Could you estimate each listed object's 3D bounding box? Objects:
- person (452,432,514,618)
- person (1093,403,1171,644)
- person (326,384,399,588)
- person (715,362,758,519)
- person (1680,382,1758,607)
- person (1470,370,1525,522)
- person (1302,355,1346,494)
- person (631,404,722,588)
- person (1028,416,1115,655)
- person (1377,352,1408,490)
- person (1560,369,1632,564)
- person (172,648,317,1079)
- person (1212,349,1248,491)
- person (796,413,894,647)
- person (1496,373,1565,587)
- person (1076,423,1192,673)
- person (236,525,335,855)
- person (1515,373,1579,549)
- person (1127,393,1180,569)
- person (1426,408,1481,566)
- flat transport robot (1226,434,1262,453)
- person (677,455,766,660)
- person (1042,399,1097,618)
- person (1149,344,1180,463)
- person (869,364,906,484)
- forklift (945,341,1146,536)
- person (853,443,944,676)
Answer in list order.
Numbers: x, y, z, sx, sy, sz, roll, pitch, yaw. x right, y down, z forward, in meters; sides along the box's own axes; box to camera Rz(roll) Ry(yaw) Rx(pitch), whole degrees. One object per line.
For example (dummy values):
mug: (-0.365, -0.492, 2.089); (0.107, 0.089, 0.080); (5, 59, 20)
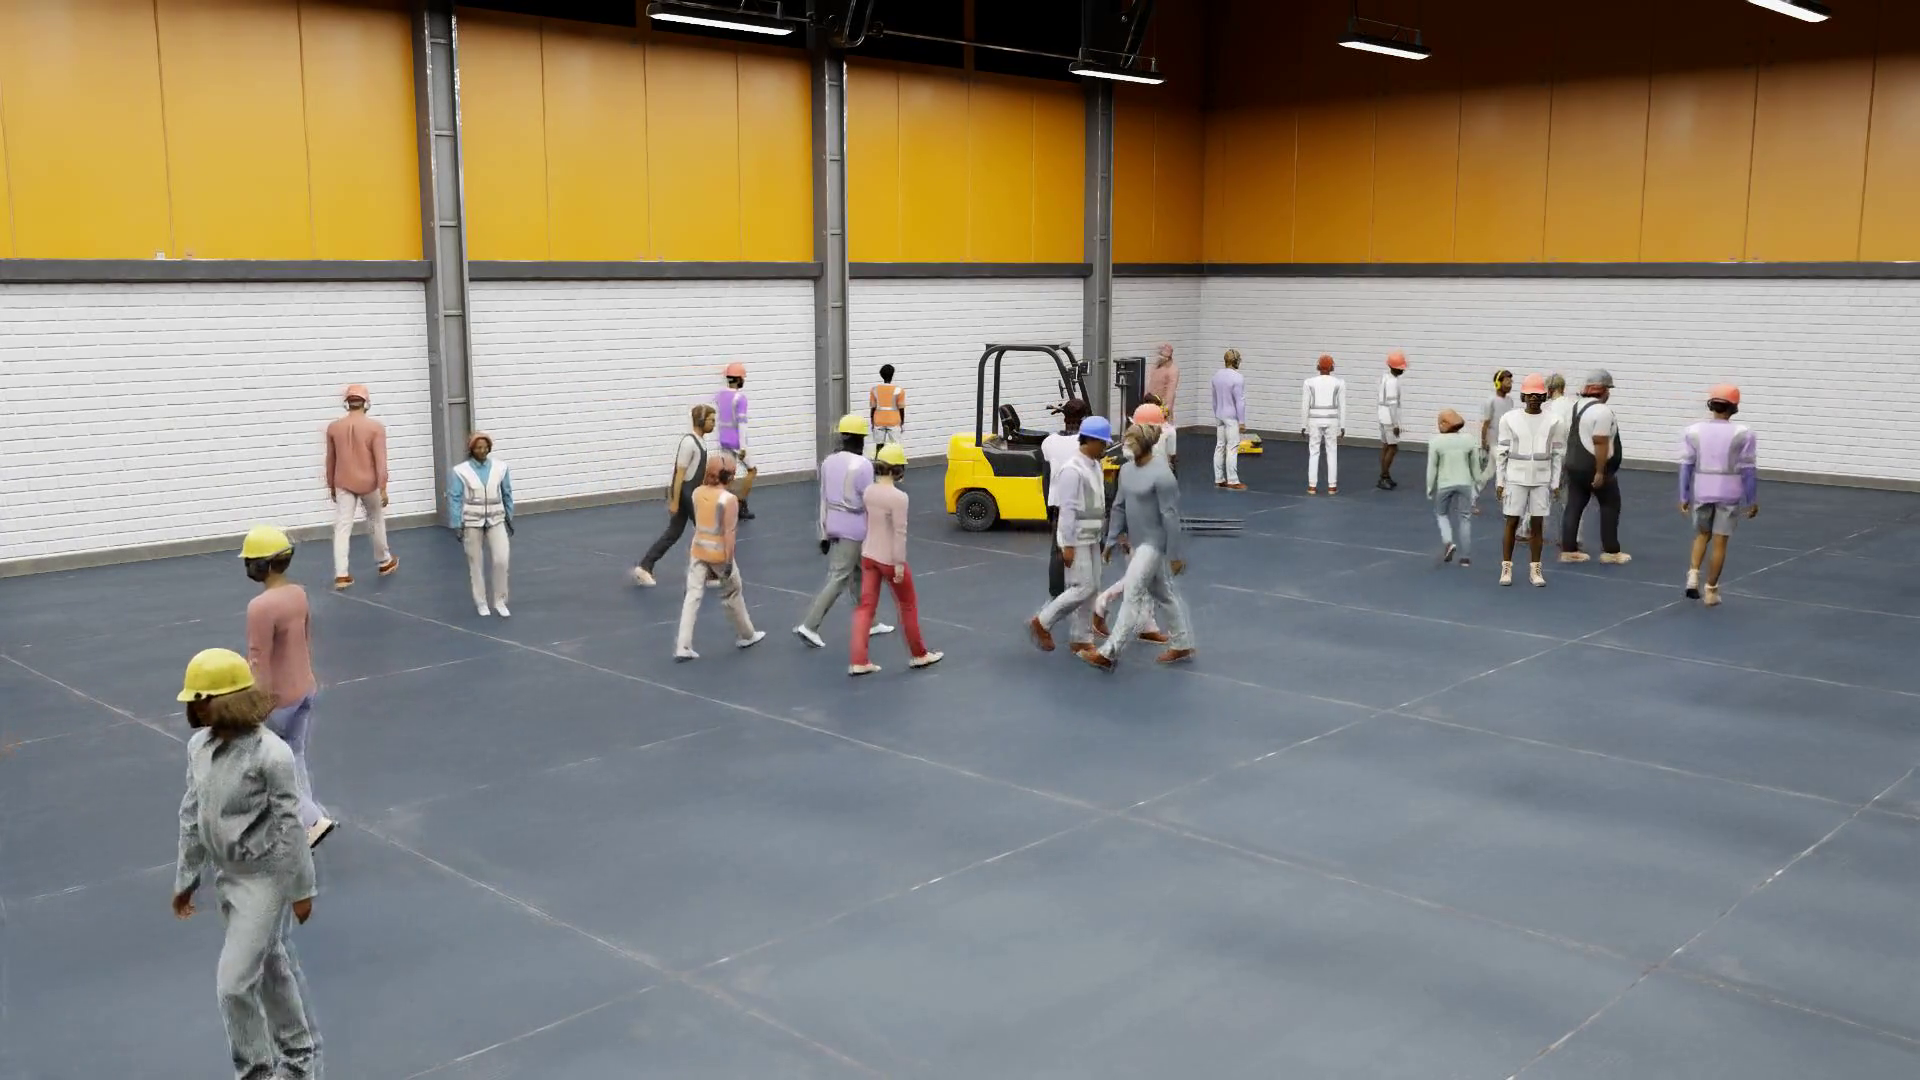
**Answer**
person: (-4.108, -0.117, 14.402); (0.547, 1.616, 0.587); (-5, 10, -28)
person: (1.392, -0.120, 13.401); (0.635, 1.969, 0.626); (3, 10, 16)
person: (-5.815, -0.540, 16.110); (0.659, 1.920, 1.067); (0, 9, 2)
person: (-2.693, -1.183, 20.055); (0.552, 1.923, 0.470); (7, 12, 38)
person: (6.826, -0.405, 14.949); (0.618, 2.026, 0.424); (9, 13, 43)
person: (6.539, -1.158, 20.221); (0.538, 1.826, 0.973); (-8, 13, -42)
person: (4.906, -1.556, 22.443); (0.584, 1.882, 0.337); (2, 9, 11)
person: (-2.655, -0.410, 15.803); (1.001, 1.779, 0.528); (-1, 9, -5)
person: (0.898, -0.013, 12.898); (0.589, 1.912, 0.654); (4, 10, 24)
person: (5.945, -1.636, 22.930); (0.338, 1.898, 0.640); (1, 9, 9)
person: (6.605, -0.771, 17.153); (0.809, 2.000, 0.702); (-2, 9, -10)
person: (-2.574, 1.228, 5.852); (0.496, 1.718, 0.650); (6, 11, 34)
person: (3.702, -1.644, 22.817); (0.373, 1.940, 0.630); (-5, 11, -29)
person: (-0.952, -0.087, 13.465); (0.974, 1.879, 0.577); (-7, 11, -36)
person: (5.441, -0.568, 15.900); (0.608, 2.044, 0.370); (2, 9, 10)
person: (1.348, 0.057, 12.559); (1.069, 1.873, 0.625); (-4, 10, -21)
person: (-3.455, 0.791, 8.451); (0.391, 1.751, 0.545); (1, 9, 4)
person: (6.372, -0.857, 18.098); (0.902, 1.896, 0.630); (8, 12, 39)
person: (1.870, -0.538, 16.422); (0.493, 1.812, 0.970); (7, 11, 36)
person: (5.061, -0.537, 17.004); (0.578, 1.614, 0.414); (1, 9, 8)
flat transport robot: (4.675, -1.630, 27.830); (0.652, 0.197, 1.431); (1, 9, 5)
person: (-1.905, 0.130, 13.019); (0.515, 1.582, 0.909); (6, 11, 33)
person: (0.967, -0.271, 14.478); (0.587, 1.913, 0.391); (8, 12, 41)
person: (3.161, -2.127, 26.023); (0.401, 1.875, 0.722); (-3, 10, -18)
person: (-1.027, -1.640, 23.564); (0.537, 1.695, 0.321); (2, 10, 14)
forklift: (0.977, -1.223, 19.452); (2.313, 2.155, 1.214); (2, 9, 11)
person: (-0.479, 0.138, 12.517); (0.841, 1.731, 0.545); (-9, 13, -43)
